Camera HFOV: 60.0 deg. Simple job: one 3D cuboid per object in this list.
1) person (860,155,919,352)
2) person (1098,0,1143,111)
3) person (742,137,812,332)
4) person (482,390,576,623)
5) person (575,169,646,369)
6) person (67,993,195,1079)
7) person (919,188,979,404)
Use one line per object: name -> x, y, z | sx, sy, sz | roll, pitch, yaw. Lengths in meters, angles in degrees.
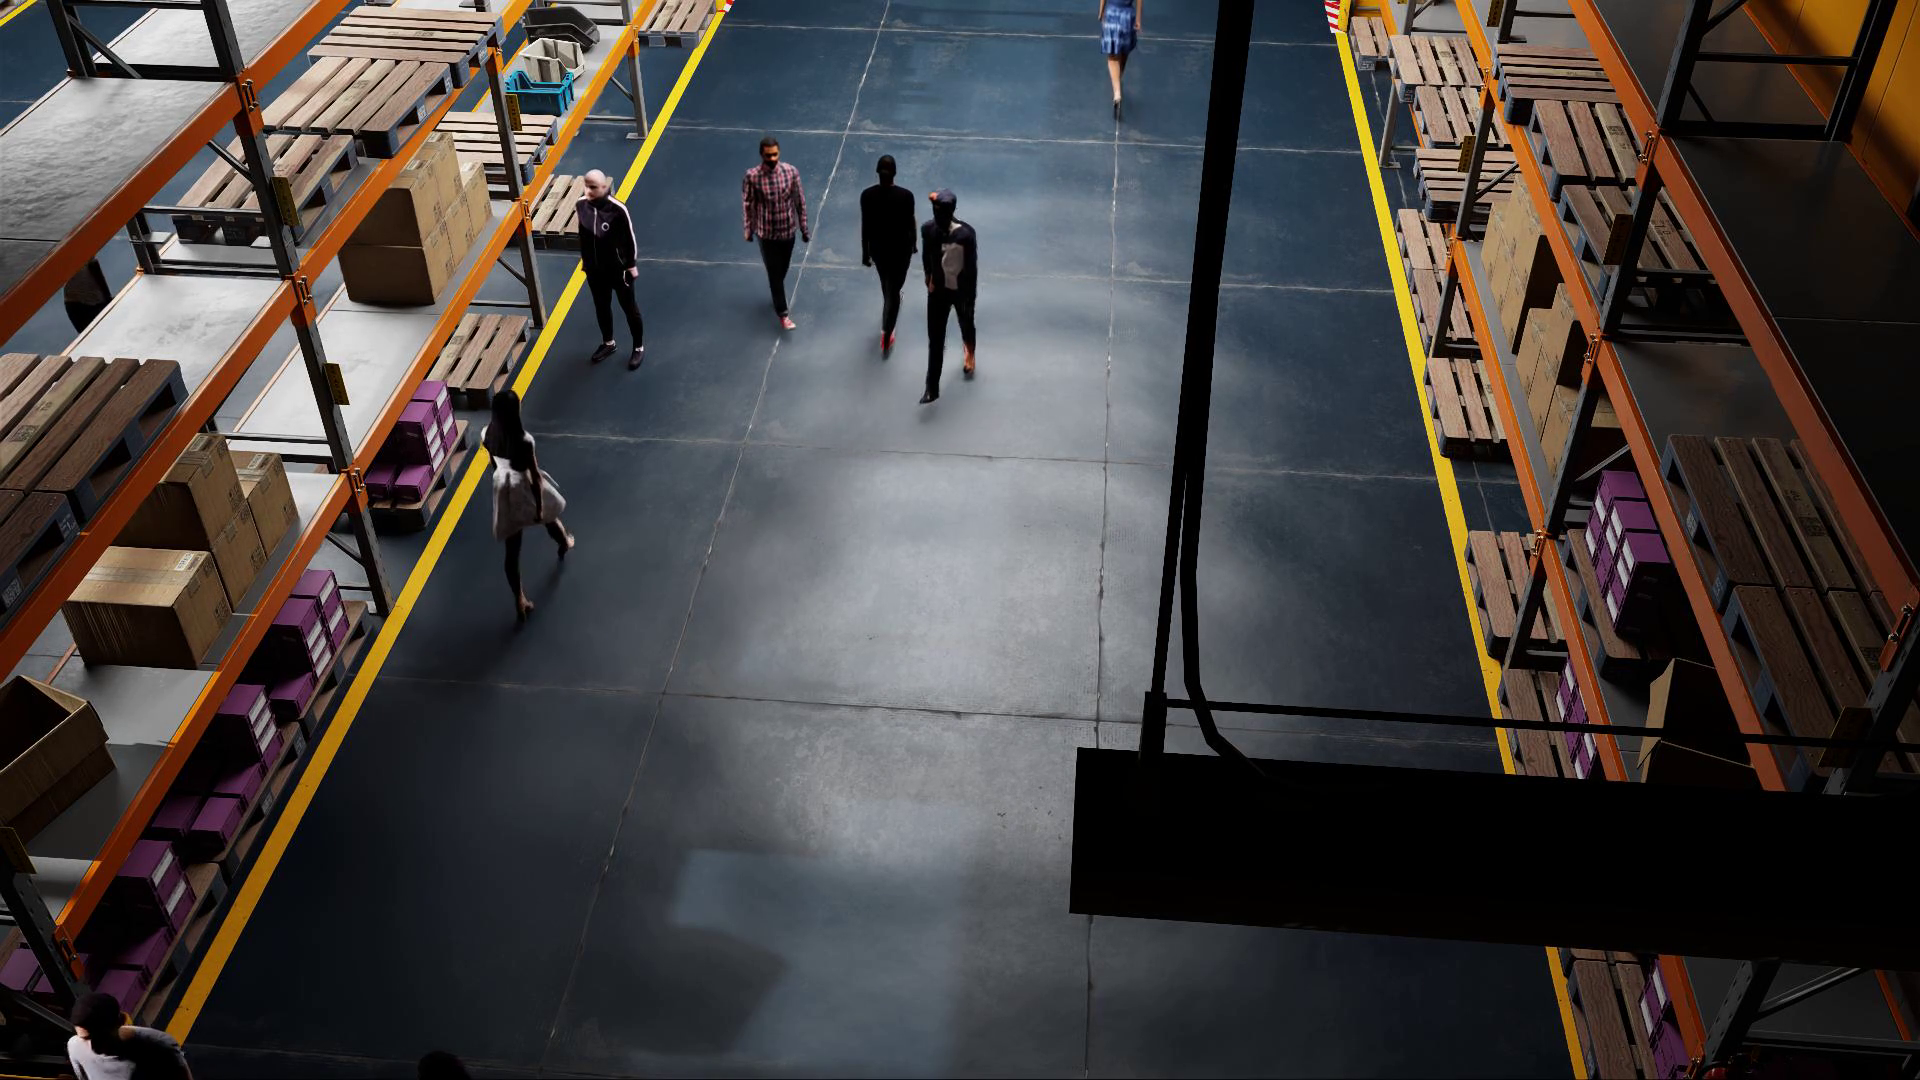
person -> -0.623, -2.478, 14.554 | 0.730, 1.714, 1.188 | 7, 39, 9
person -> 1.777, -5.652, 18.492 | 0.831, 1.760, 1.217 | -6, 39, -7
person -> -1.673, -2.824, 14.984 | 1.024, 1.718, 1.212 | -14, 41, -17
person -> -3.136, -0.203, 11.696 | 0.666, 1.726, 1.141 | 5, 39, 6
person -> -3.006, -2.348, 14.295 | 0.743, 1.835, 0.667 | 12, 40, 15
person -> -3.816, 2.716, 7.941 | 0.710, 1.851, 0.918 | 0, 39, 1
person -> -0.029, -2.119, 14.007 | 0.895, 1.836, 1.293 | 11, 40, 14
